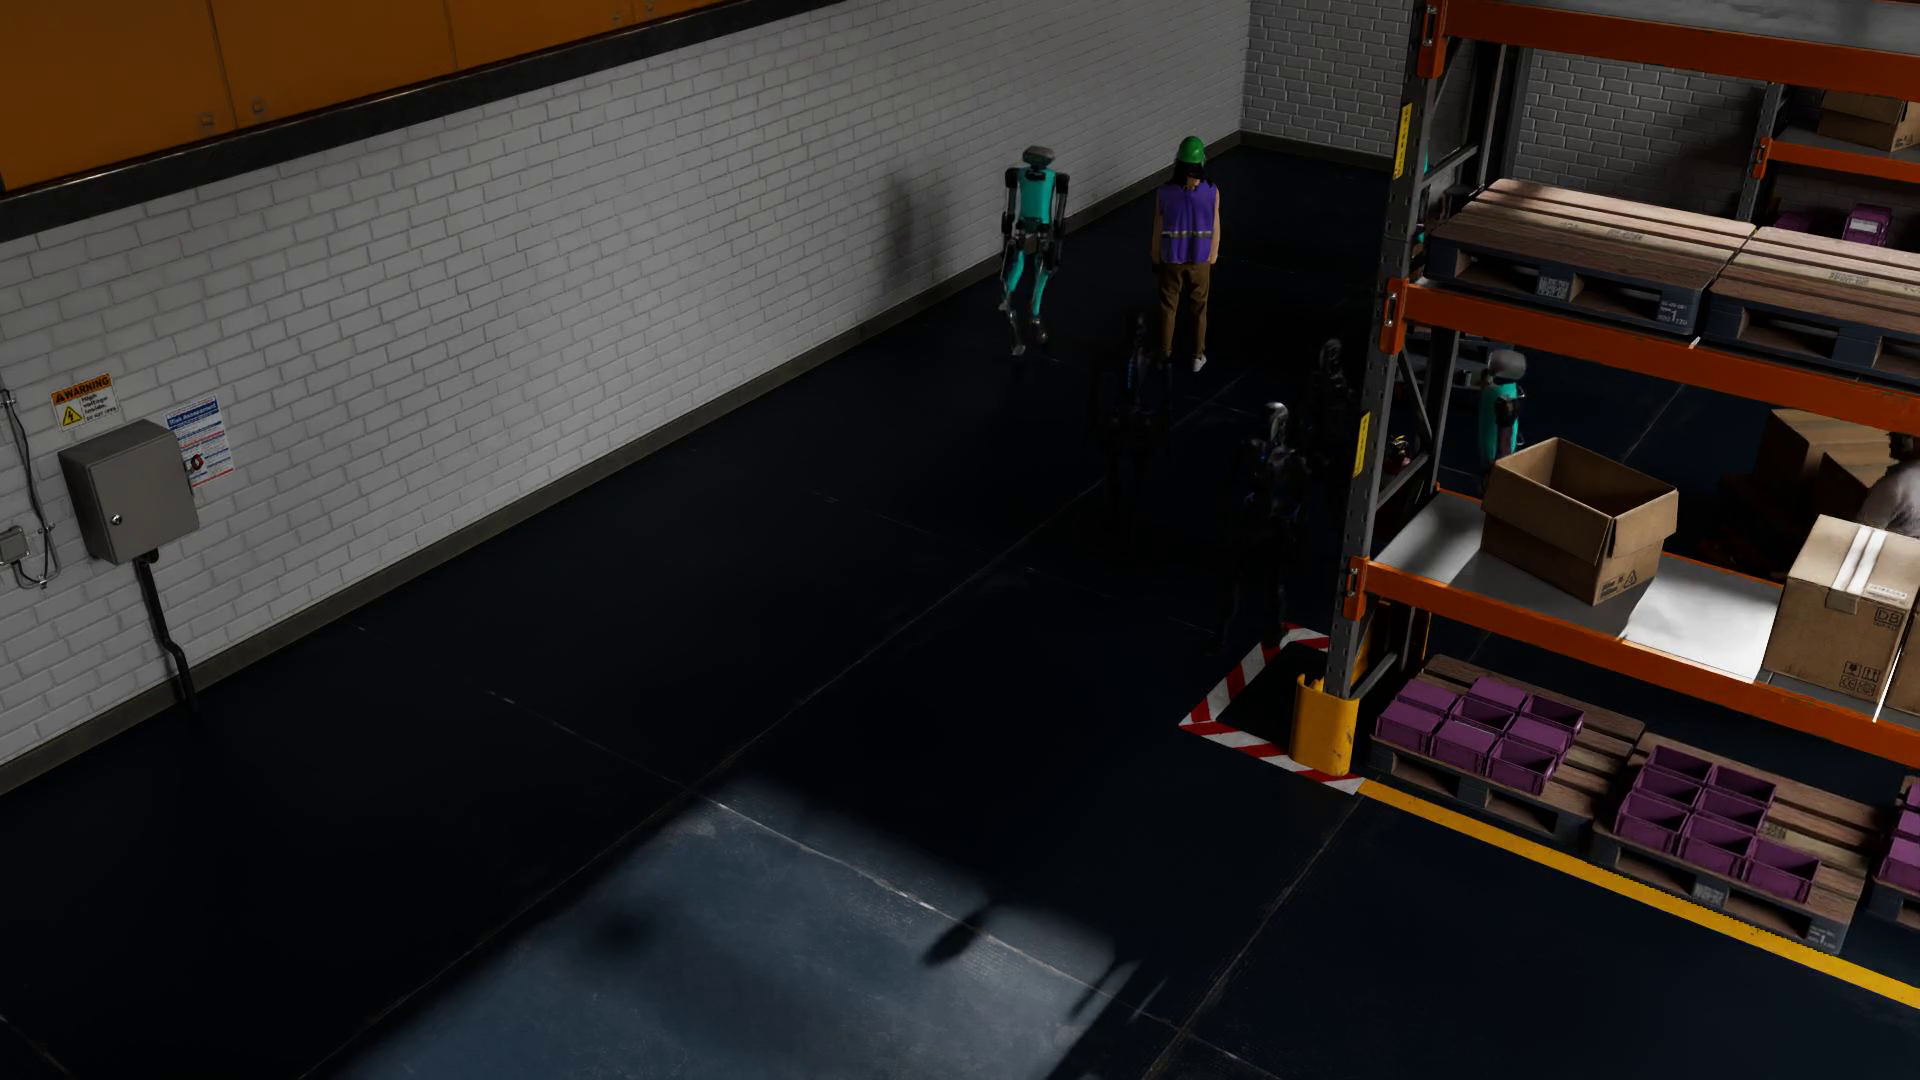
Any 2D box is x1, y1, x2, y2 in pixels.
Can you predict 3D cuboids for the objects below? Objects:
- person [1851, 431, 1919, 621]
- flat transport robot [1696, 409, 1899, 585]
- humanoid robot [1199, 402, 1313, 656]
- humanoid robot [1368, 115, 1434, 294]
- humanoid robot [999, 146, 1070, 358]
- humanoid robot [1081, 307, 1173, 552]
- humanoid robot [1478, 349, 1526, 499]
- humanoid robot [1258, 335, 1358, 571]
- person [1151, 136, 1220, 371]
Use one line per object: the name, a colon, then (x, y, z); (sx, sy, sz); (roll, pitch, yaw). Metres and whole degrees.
person: (5.106, 0.183, 9.153); (0.703, 1.847, 0.999); (-20, 36, -31)
flat transport robot: (5.654, 0.113, 10.844); (1.431, 0.231, 0.659); (-2, 30, -4)
humanoid robot: (1.772, -0.026, 9.701); (0.601, 1.637, 0.672); (21, 36, 32)
humanoid robot: (4.143, -2.916, 14.621); (0.958, 1.745, 0.539); (1, 30, 1)
humanoid robot: (0.550, -2.257, 13.495); (0.547, 1.759, 0.940); (9, 31, 15)
humanoid robot: (1.093, -0.730, 10.940); (0.609, 1.637, 0.741); (5, 30, 8)
humanoid robot: (3.453, -0.304, 10.090); (0.816, 1.775, 0.531); (2, 30, 3)
humanoid robot: (2.307, -0.515, 10.568); (0.709, 1.635, 0.617); (-17, 34, -27)
person: (1.796, -2.262, 13.300); (0.533, 1.932, 0.408); (2, 30, 3)
